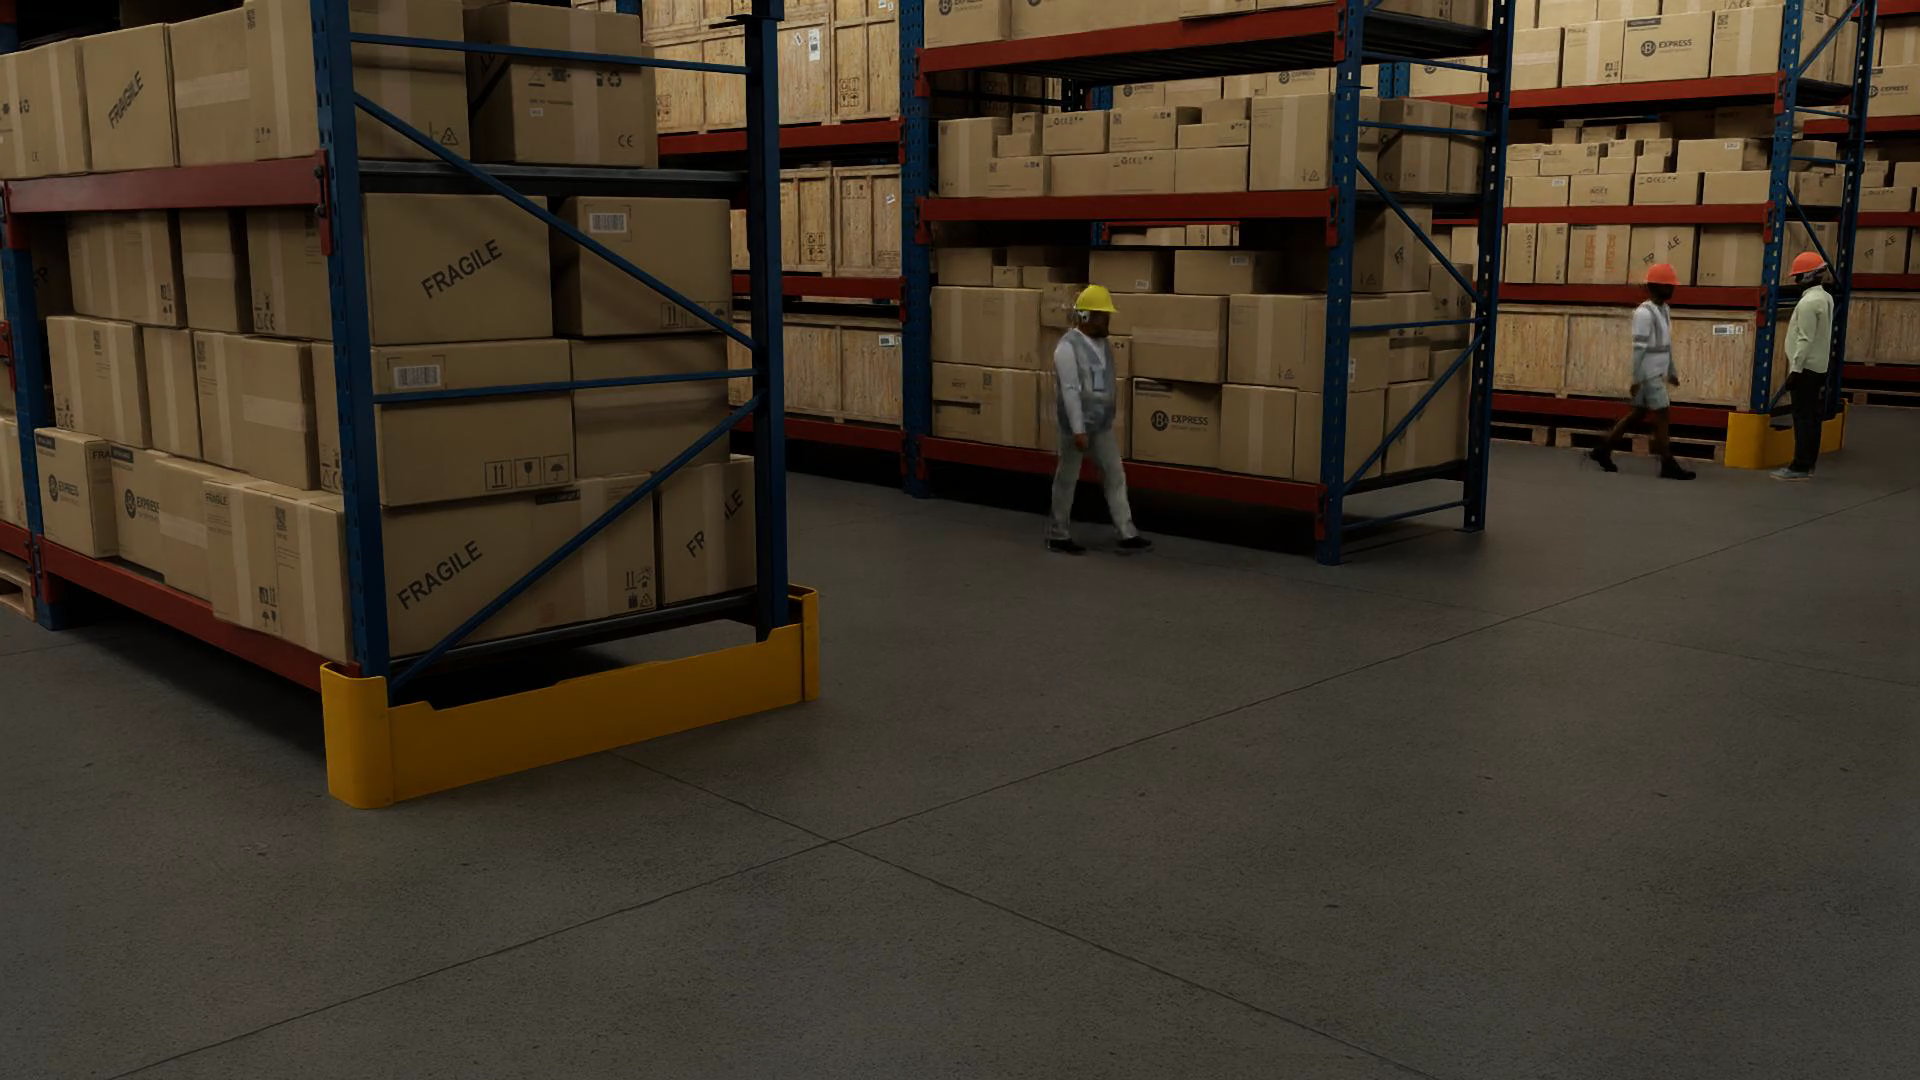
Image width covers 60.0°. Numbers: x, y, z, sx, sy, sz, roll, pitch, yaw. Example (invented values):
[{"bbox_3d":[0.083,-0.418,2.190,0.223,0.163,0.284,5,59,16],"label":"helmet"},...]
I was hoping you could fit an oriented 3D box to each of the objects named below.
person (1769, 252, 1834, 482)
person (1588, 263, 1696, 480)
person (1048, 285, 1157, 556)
[{"bbox_3d":[7.327,-1.493,14.435,0.392,1.986,0.609,9,14,41],"label":"person"},{"bbox_3d":[6.072,-1.501,14.742,0.943,1.904,0.570,8,13,37],"label":"person"},{"bbox_3d":[0.929,-0.756,10.941,0.836,1.801,0.596,9,14,40],"label":"person"}]
